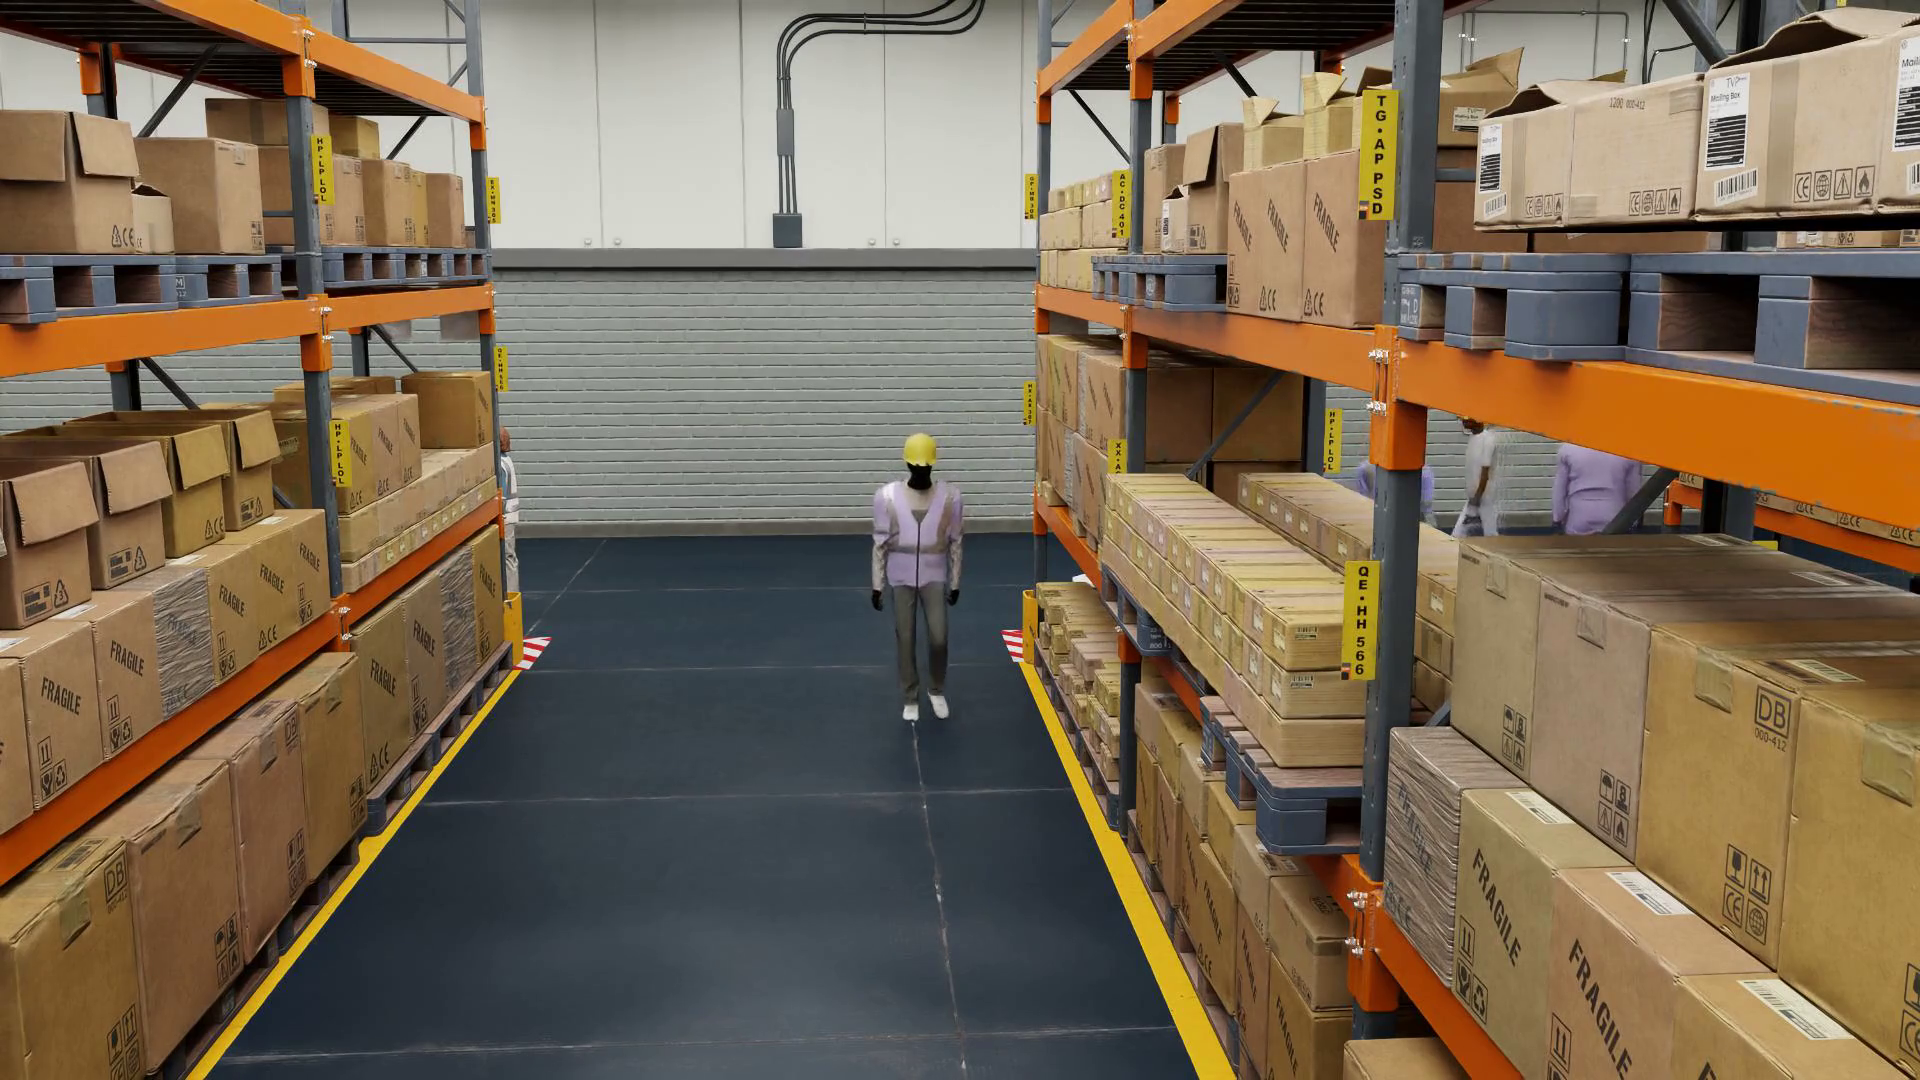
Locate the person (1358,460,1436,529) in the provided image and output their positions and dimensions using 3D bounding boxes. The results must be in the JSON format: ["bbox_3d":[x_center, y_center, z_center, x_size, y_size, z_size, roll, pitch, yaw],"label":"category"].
[{"bbox_3d":[3.173,0.039,12.111,0.592,1.910,0.433,7,12,37],"label":"person"}]

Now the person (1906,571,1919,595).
[{"bbox_3d":[7.324,-0.025,12.196,0.612,2.014,0.914,-3,10,-17],"label":"person"}]

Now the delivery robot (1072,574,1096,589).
[{"bbox_3d":[1.274,0.418,13.577,0.707,0.478,0.477,6,11,34],"label":"delivery robot"}]

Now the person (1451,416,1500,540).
[{"bbox_3d":[4.431,-0.322,14.463,0.934,1.825,0.522,-1,10,-8],"label":"person"}]

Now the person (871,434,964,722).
[{"bbox_3d":[-0.276,0.254,10.846,0.609,1.909,0.466,0,10,-2],"label":"person"}]

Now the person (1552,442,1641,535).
[{"bbox_3d":[5.152,-0.195,13.507,0.674,1.894,0.434,3,10,18],"label":"person"}]

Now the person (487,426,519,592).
[{"bbox_3d":[-3.854,-0.144,13.970,0.305,1.640,0.522,-2,10,-11],"label":"person"}]
